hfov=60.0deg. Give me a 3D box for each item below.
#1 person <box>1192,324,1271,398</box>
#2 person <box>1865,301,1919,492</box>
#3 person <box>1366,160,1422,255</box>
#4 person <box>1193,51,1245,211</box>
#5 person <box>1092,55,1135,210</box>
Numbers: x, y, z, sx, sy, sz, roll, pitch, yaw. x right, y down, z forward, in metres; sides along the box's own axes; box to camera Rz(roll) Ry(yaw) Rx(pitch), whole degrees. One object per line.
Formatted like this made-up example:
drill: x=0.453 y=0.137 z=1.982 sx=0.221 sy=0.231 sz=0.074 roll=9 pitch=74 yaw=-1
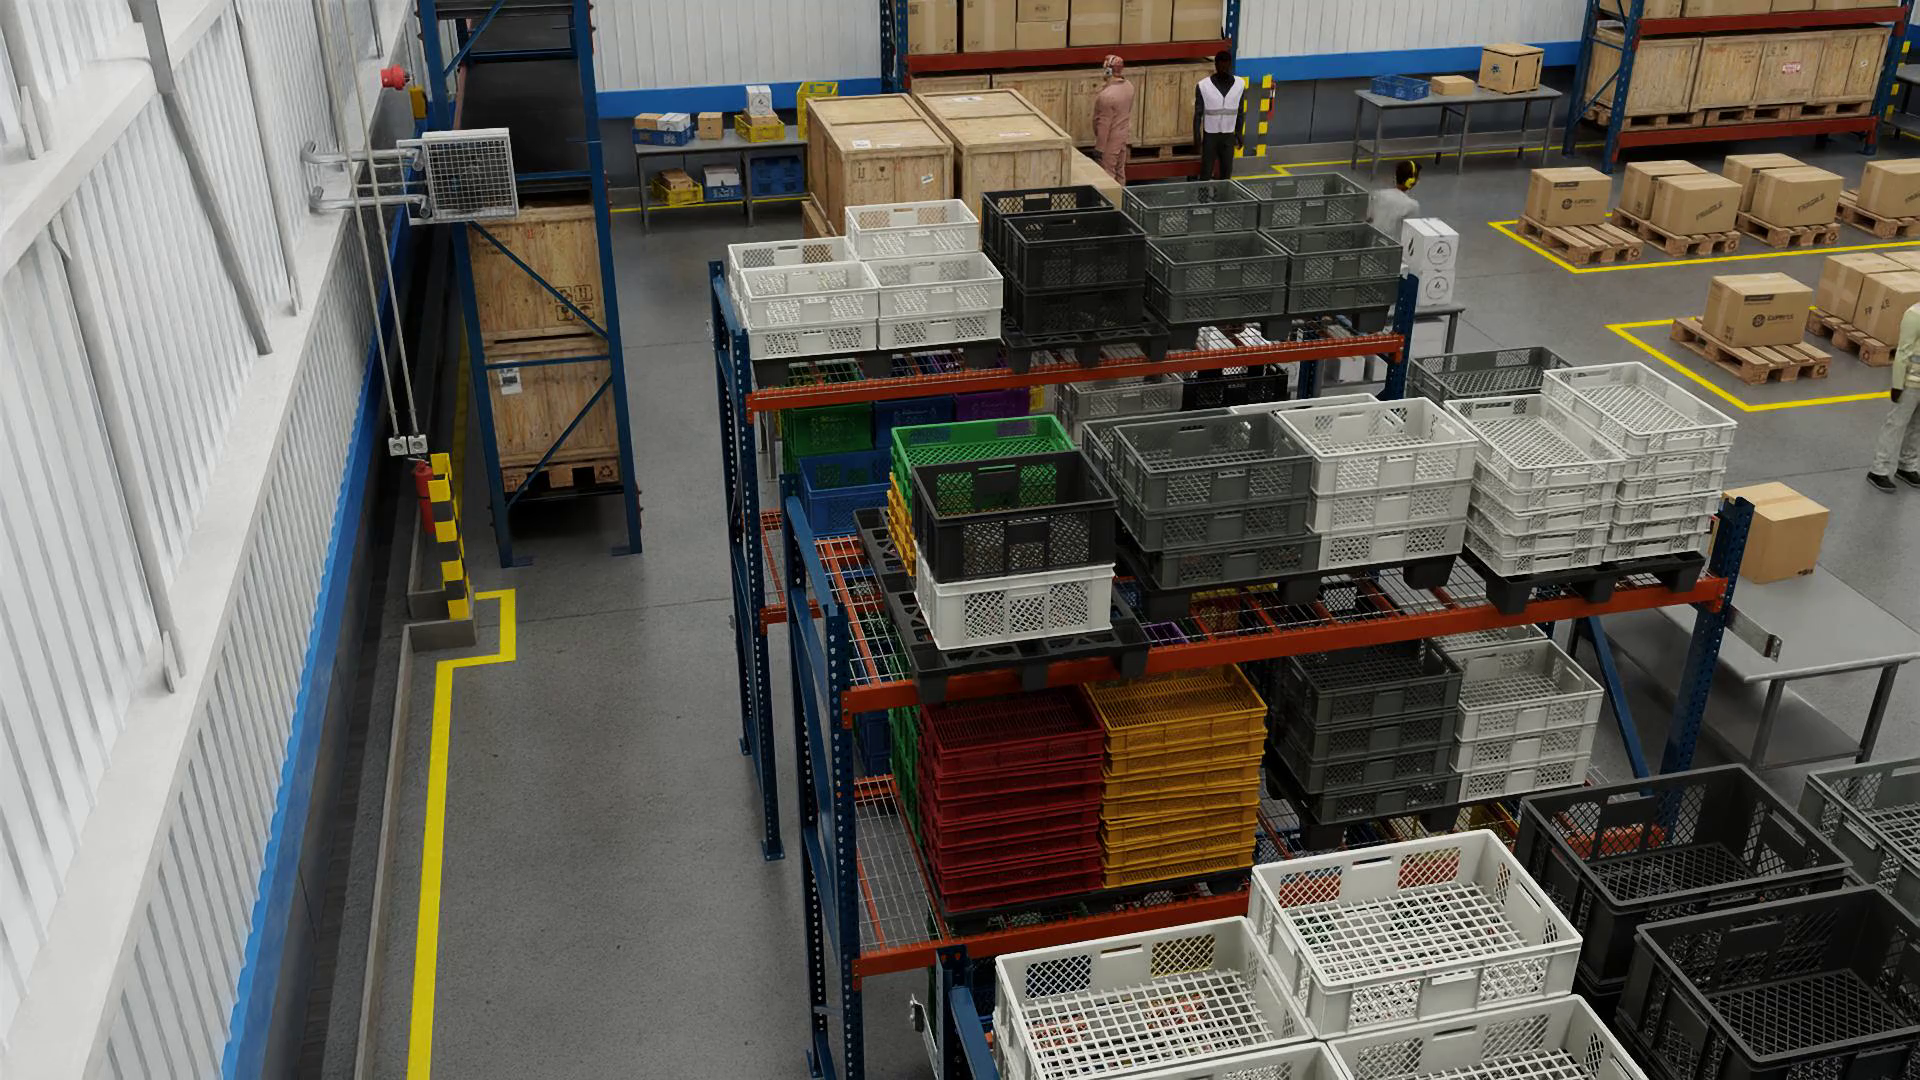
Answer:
person: x=1.928 y=-0.931 z=12.067 sx=0.574 sy=1.883 sz=0.355 roll=16 pitch=32 yaw=27
person: x=7.395 y=-1.245 z=12.728 sx=0.593 sy=1.827 sz=0.403 roll=-7 pitch=29 yaw=-13
person: x=3.903 y=-2.588 z=15.290 sx=1.017 sy=1.810 sz=0.559 roll=-18 pitch=33 yaw=-31
person: x=2.967 y=-4.668 z=19.137 sx=0.596 sy=1.908 sz=0.407 roll=-5 pitch=28 yaw=-10
person: x=1.694 y=-4.522 z=18.856 sx=0.410 sy=1.908 sz=0.643 roll=16 pitch=32 yaw=27
